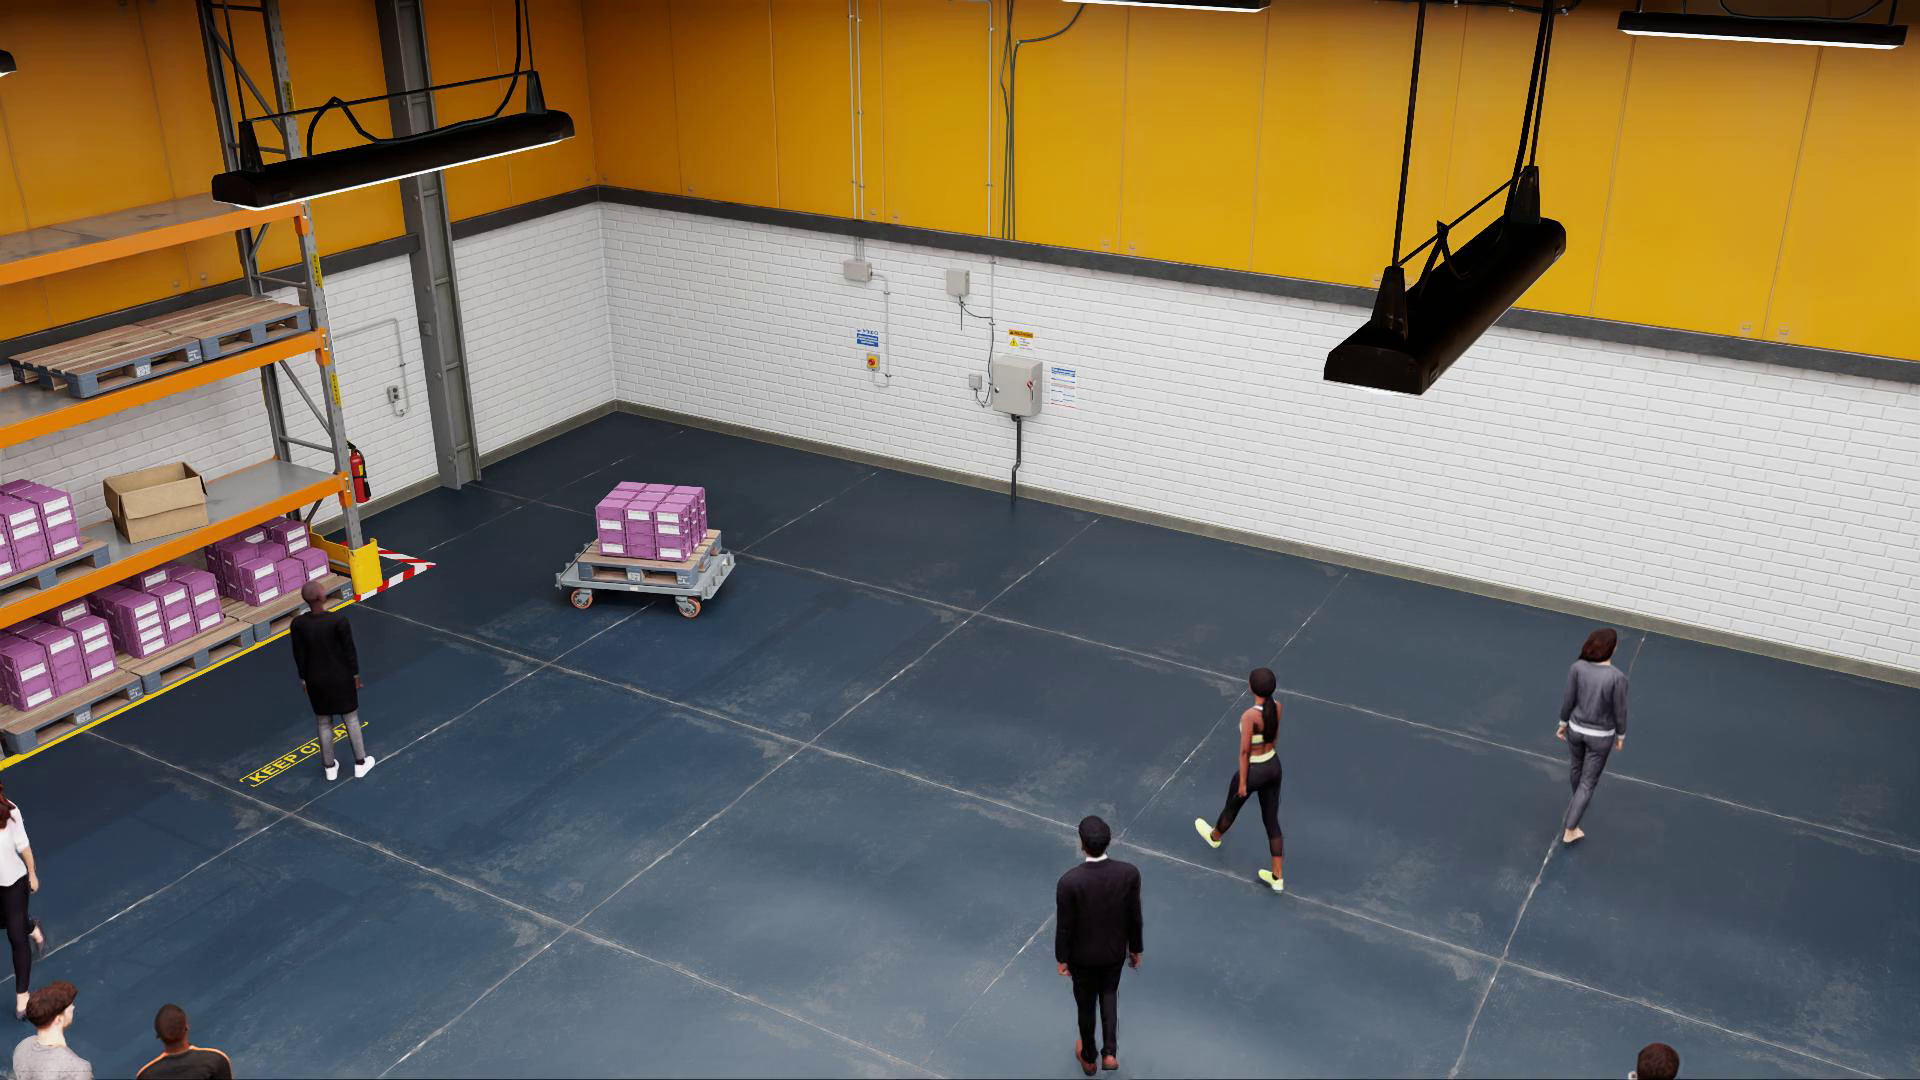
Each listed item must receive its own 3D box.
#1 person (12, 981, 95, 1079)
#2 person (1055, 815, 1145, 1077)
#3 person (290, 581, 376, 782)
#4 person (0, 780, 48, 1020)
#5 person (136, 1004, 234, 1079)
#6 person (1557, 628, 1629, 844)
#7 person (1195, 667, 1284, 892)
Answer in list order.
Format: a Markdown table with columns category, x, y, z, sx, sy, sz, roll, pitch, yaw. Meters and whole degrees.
| category | x | y | z | sx | sy | sz | roll | pitch | yaw |
| --- | --- | --- | --- | --- | --- | --- | --- | --- | --- |
| person | -4.769 | 3.252 | 8.772 | 0.779 | 1.865 | 1.263 | 11 | 26 | 23 |
| person | 0.869 | 2.587 | 10.292 | 0.916 | 1.867 | 0.974 | -5 | 24 | -11 |
| person | -5.195 | 1.159 | 13.691 | 0.730 | 1.761 | 0.753 | -2 | 24 | -5 |
| person | -6.398 | 2.268 | 11.150 | 1.073 | 1.764 | 1.157 | -5 | 24 | -11 |
| person | -4.048 | 3.239 | 8.874 | 0.677 | 1.808 | 0.752 | -8 | 25 | -17 |
| person | 4.865 | 1.530 | 12.880 | 0.793 | 1.730 | 1.102 | 20 | 31 | 38 |
| person | 2.271 | 1.799 | 12.292 | 1.129 | 1.709 | 1.027 | -13 | 27 | -28 |
